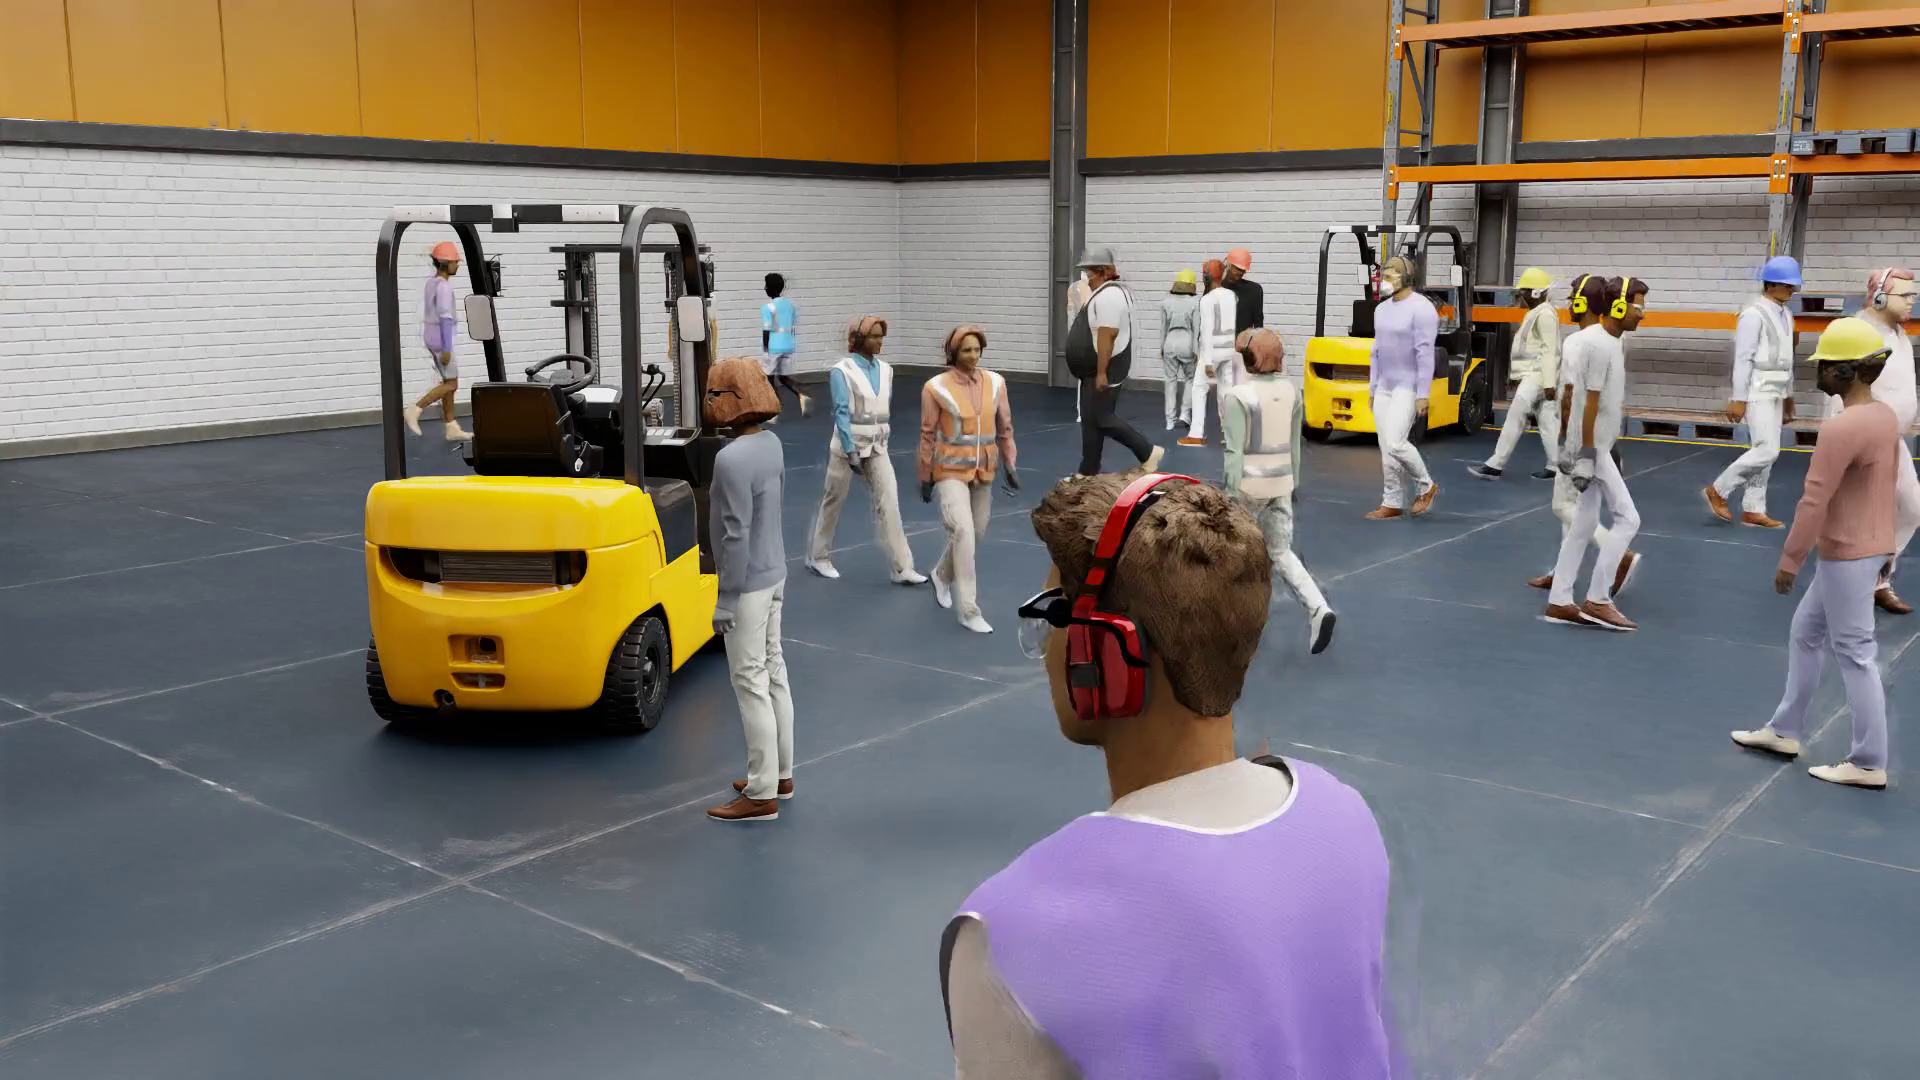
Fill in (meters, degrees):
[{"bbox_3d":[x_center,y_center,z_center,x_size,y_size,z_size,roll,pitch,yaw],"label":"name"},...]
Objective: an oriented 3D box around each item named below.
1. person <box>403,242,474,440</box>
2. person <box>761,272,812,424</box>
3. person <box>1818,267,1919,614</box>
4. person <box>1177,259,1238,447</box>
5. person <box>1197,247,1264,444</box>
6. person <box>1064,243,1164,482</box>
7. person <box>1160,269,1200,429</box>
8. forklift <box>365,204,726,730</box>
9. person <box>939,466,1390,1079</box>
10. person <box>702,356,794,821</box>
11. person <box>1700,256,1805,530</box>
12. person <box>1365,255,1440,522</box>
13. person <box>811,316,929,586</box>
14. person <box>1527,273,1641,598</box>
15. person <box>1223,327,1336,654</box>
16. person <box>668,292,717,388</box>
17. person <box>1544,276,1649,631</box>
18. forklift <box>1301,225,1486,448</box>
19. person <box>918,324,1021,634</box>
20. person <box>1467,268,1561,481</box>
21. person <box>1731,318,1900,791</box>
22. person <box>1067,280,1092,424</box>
[{"bbox_3d":[-5.286,-1.976,16.717,0.691,2.026,0.615,-6,12,-28],"label":"person"},{"bbox_3d":[-1.970,-2.110,18.366,0.594,1.681,0.543,7,13,35],"label":"person"},{"bbox_3d":[4.942,-0.506,8.916,0.685,1.884,0.592,-8,13,-38],"label":"person"},{"bbox_3d":[2.547,-1.801,16.209,0.558,1.855,0.841,-9,14,-42],"label":"person"},{"bbox_3d":[2.671,-1.905,16.486,0.651,1.952,0.605,2,11,13],"label":"person"},{"bbox_3d":[1.238,-1.430,13.621,0.752,2.000,0.696,0,10,-2],"label":"person"},{"bbox_3d":[2.376,-2.051,17.961,0.505,1.723,0.436,4,11,23],"label":"person"},{"bbox_3d":[-1.766,-0.406,7.525,1.214,2.155,2.313,1,10,7],"label":"forklift"},{"bbox_3d":[0.211,0.849,1.576,0.472,1.828,0.597,9,14,41],"label":"person"},{"bbox_3d":[-0.750,0.173,5.868,0.265,1.632,0.508,2,10,11],"label":"person"},{"bbox_3d":[5.618,-1.019,11.662,0.479,1.926,0.613,10,14,43],"label":"person"},{"bbox_3d":[3.168,-1.073,11.963,0.468,1.923,0.647,-4,11,-21],"label":"person"},{"bbox_3d":[-0.587,-0.525,9.849,0.511,1.595,0.861,-10,14,-44],"label":"person"},{"bbox_3d":[3.579,-0.572,9.408,0.517,1.853,0.694,-7,12,-35],"label":"person"},{"bbox_3d":[1.522,-0.230,8.165,0.523,1.618,0.702,-7,12,-35],"label":"person"},{"bbox_3d":[-2.850,-2.081,17.810,0.524,1.834,0.615,1,10,7],"label":"person"},{"bbox_3d":[3.407,-0.446,8.715,0.630,1.841,0.541,3,11,18],"label":"person"},{"bbox_3d":[4.449,-2.115,16.993,1.214,2.155,2.313,8,13,38],"label":"forklift"},{"bbox_3d":[-0.010,-0.355,8.871,0.513,1.606,0.767,-7,12,-33],"label":"person"},{"bbox_3d":[4.745,-1.385,14.046,0.887,1.790,0.590,3,11,16],"label":"person"},{"bbox_3d":[3.223,0.040,6.279,0.553,1.737,0.739,-10,14,-43],"label":"person"},{"bbox_3d":[1.480,-2.248,18.468,0.589,1.927,0.387,1,10,8],"label":"person"}]
